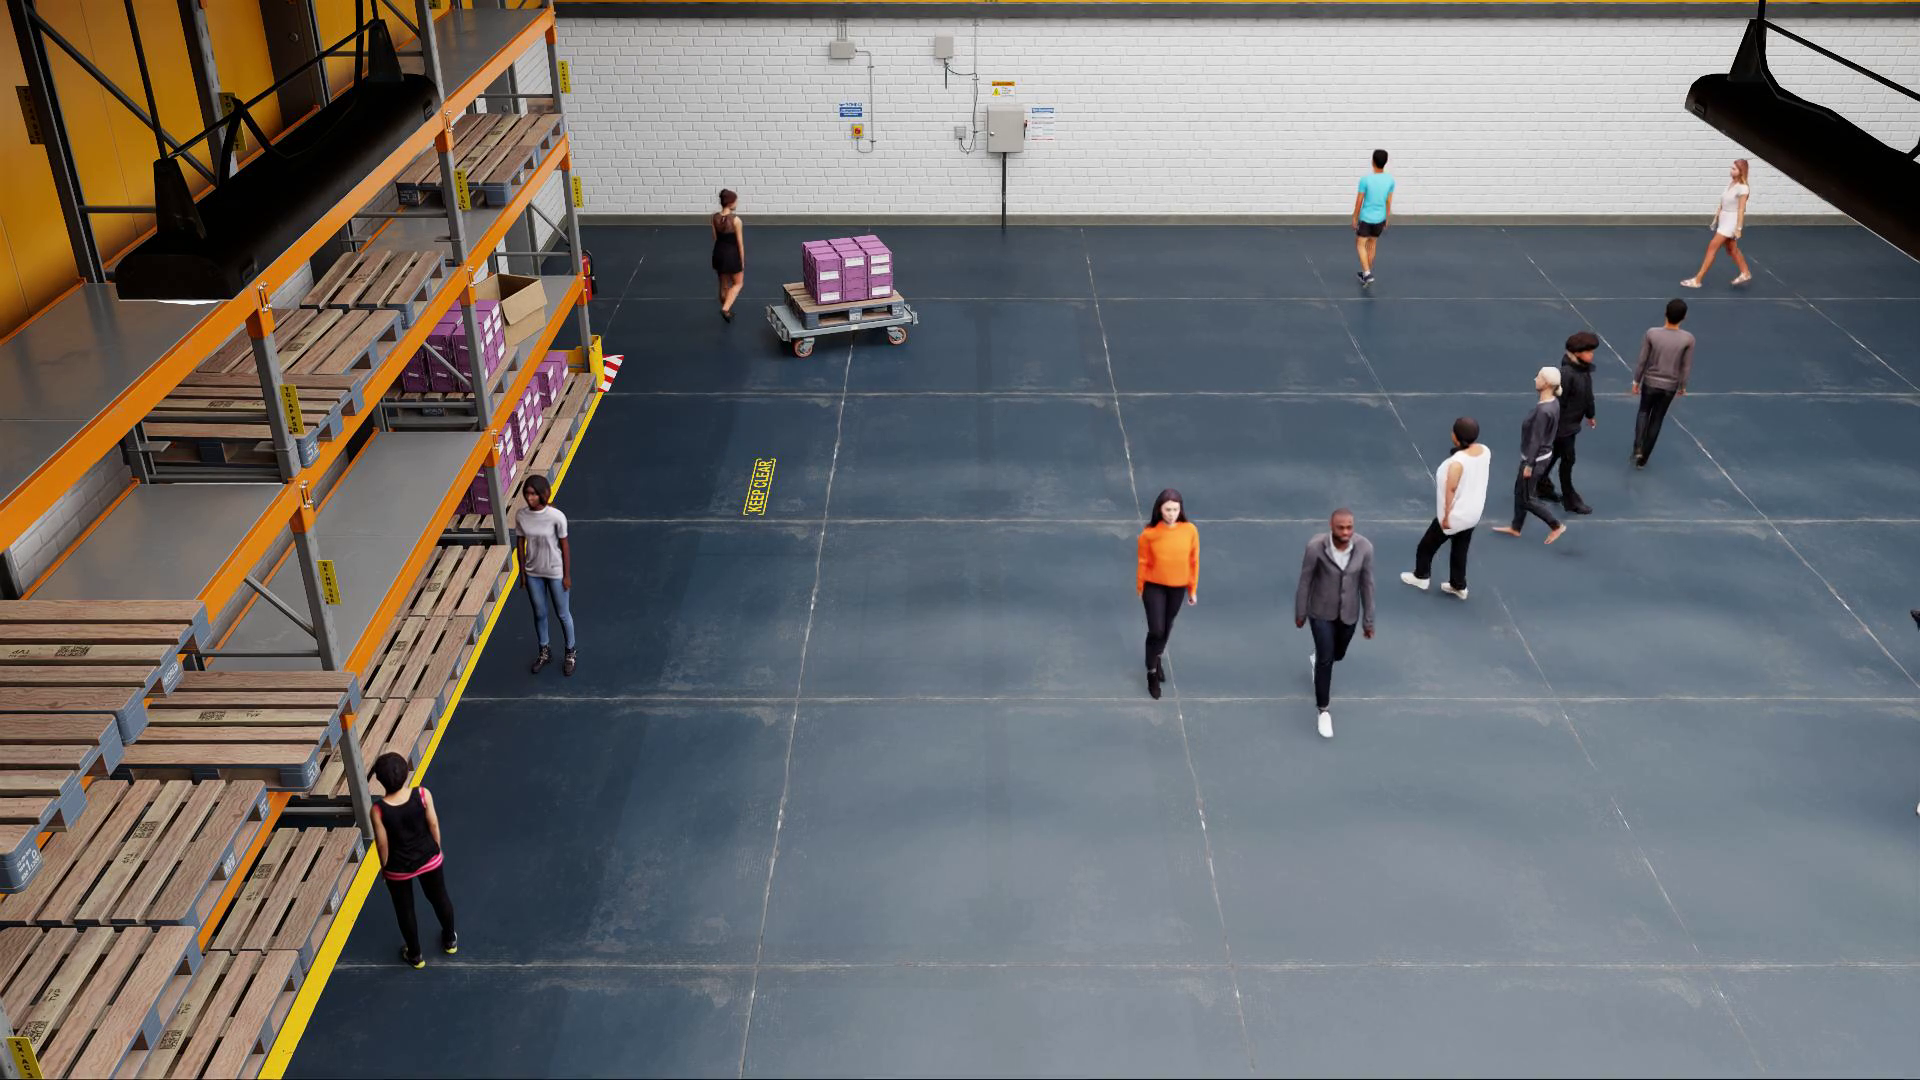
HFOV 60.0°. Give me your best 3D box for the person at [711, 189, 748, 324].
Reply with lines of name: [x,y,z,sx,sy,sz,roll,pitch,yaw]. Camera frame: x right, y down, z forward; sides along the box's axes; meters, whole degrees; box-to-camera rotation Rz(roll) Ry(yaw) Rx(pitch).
person: [-2.792,-3.334,19.809,0.736,1.668,0.893,8,30,14]

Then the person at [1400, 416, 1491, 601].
person: [4.265,-0.239,14.134,0.882,1.668,0.956,-20,34,-32]

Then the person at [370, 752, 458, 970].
person: [-3.380,1.954,10.236,0.622,1.552,0.654,-17,33,-29]

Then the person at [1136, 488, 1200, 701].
person: [1.576,0.337,13.010,0.710,1.732,0.796,-7,29,-13]

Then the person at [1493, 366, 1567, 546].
person: [5.266,-0.732,14.993,0.905,1.710,0.923,15,32,25]

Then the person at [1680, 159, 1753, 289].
person: [9.785,-3.960,20.973,0.635,1.651,1.083,-1,29,-1]

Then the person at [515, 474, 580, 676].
person: [-3.270,0.268,13.150,0.610,1.720,0.566,4,29,7]

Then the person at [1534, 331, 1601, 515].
person: [5.661,-1.161,15.731,0.976,1.758,0.929,23,36,35]

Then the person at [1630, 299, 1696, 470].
person: [6.862,-1.493,16.340,0.770,1.756,0.793,9,30,16]

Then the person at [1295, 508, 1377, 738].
person: [2.818,0.522,12.622,0.764,1.781,1.130,-2,29,-3]

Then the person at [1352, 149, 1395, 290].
person: [5.207,-4.013,20.953,0.693,1.763,0.975,-3,29,-6]
